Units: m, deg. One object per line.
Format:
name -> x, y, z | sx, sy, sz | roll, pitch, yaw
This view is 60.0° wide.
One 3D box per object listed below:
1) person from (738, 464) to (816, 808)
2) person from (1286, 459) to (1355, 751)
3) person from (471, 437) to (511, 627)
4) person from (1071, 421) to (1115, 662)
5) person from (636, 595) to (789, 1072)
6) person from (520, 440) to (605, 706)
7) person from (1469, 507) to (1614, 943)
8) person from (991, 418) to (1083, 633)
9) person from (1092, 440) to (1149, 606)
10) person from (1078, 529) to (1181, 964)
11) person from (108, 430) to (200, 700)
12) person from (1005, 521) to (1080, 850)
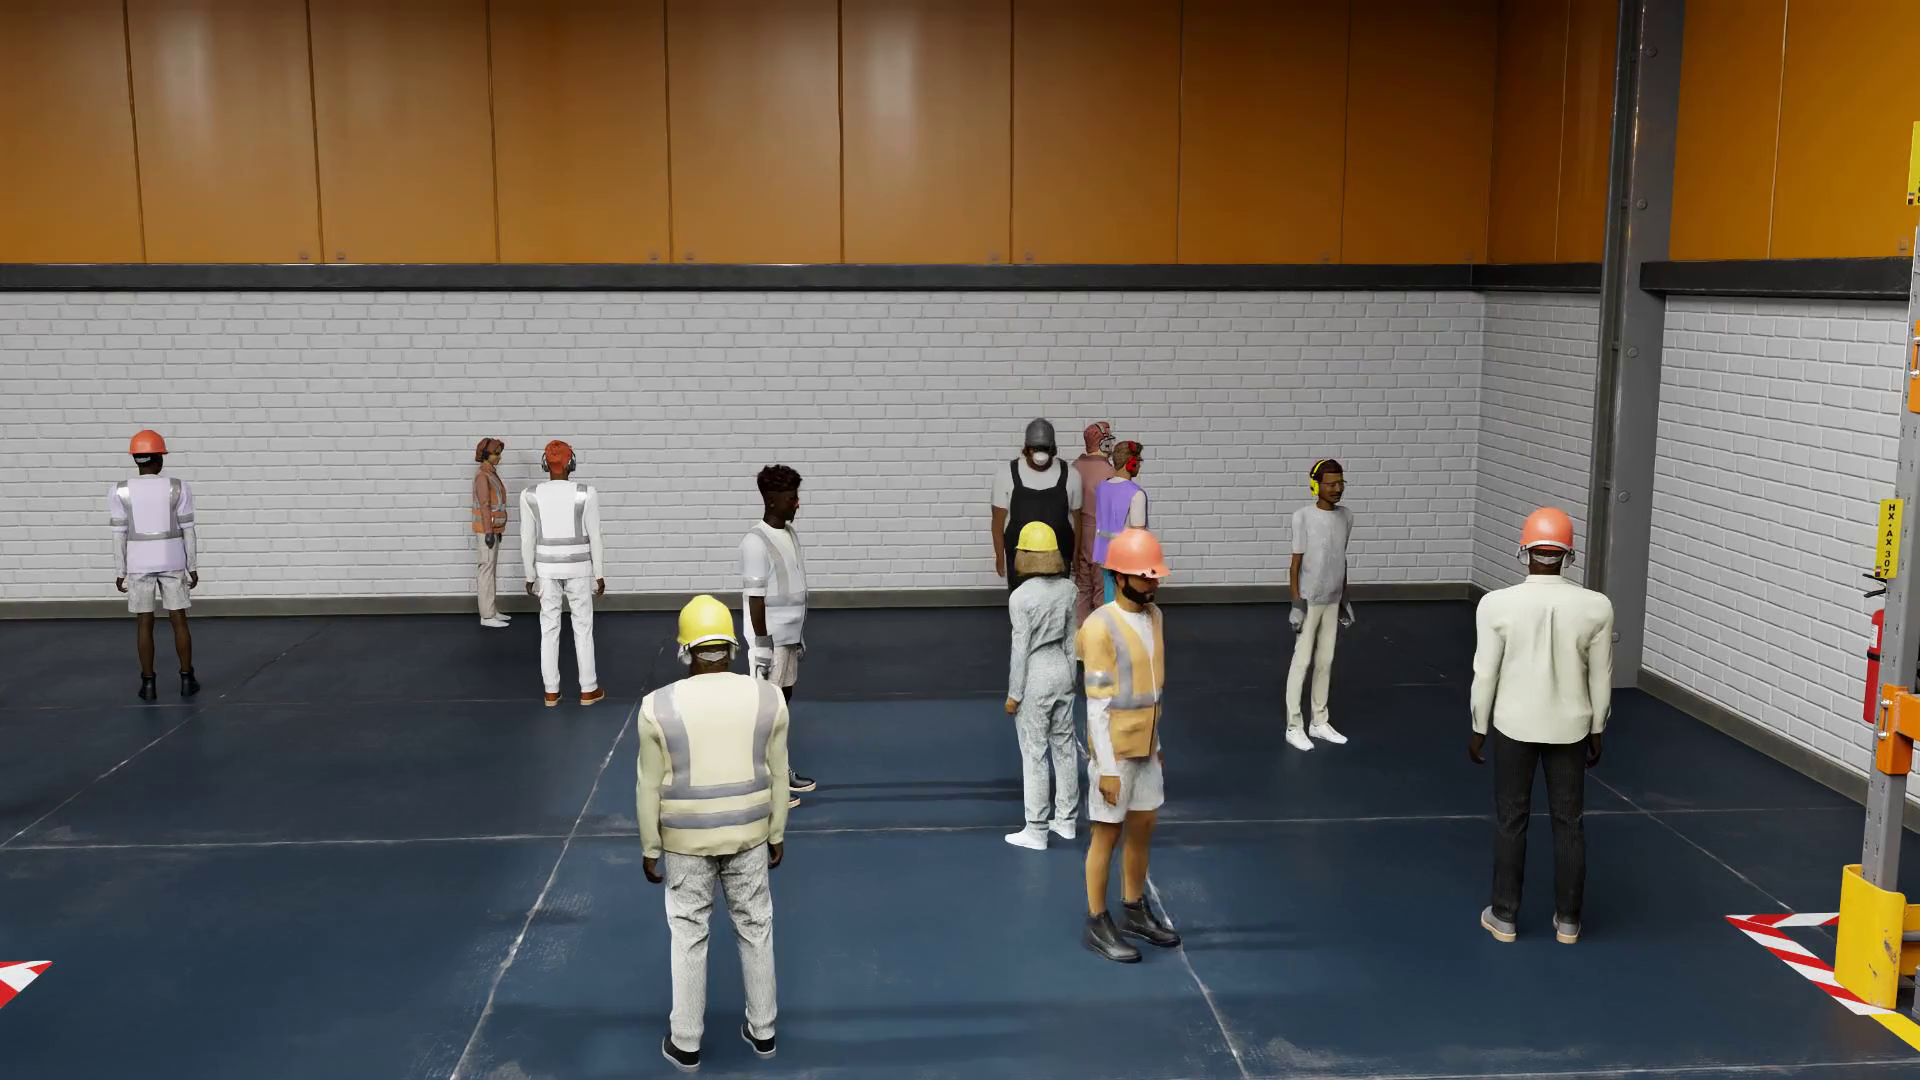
person -> -1.051, 0.542, 9.573 | 0.367, 1.957, 0.605 | 2, 9, 13
person -> 2.331, 0.405, 10.706 | 0.522, 1.872, 0.329 | -5, 10, -29
person -> -4.070, -0.069, 14.408 | 0.311, 1.639, 0.512 | -2, 9, -10
person -> 1.084, 0.039, 12.878 | 0.410, 1.913, 0.643 | -6, 11, -32
person -> -0.946, 1.119, 6.390 | 0.591, 1.823, 0.405 | -4, 10, -21
person -> -2.787, 0.236, 11.718 | 0.573, 1.887, 0.355 | 0, 9, -1
person -> 2.627, 0.844, 7.559 | 0.612, 1.996, 0.388 | 1, 9, 9
person -> 0.579, 0.025, 12.557 | 0.696, 2.000, 0.830 | 0, 9, 1
person -> 1.175, 0.198, 12.089 | 0.389, 1.845, 0.567 | -5, 10, -30
person -> 0.782, 0.913, 7.352 | 0.450, 1.934, 0.566 | 7, 12, 39
person -> -5.773, 0.177, 11.941 | 0.549, 1.932, 0.373 | -4, 10, -25
person -> 0.423, 0.765, 8.848 | 0.492, 1.740, 0.324 | -8, 12, -42
